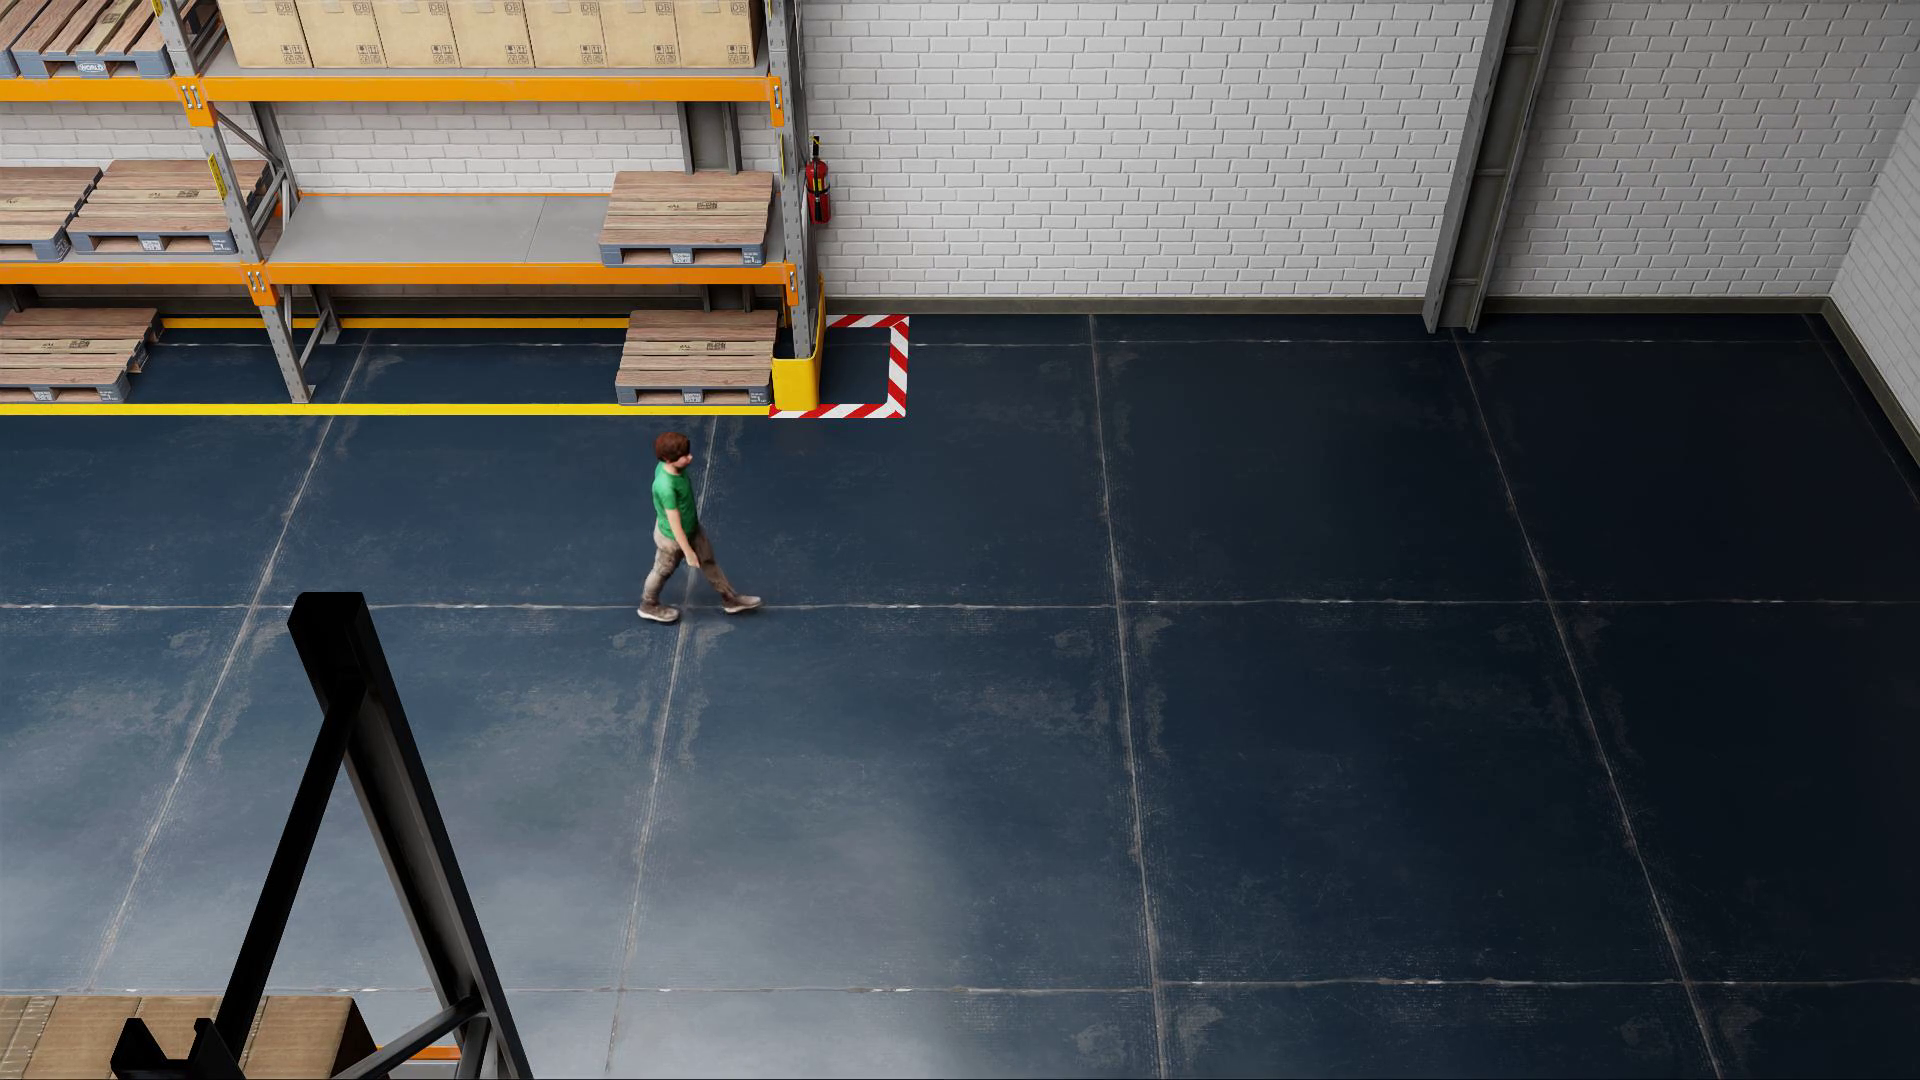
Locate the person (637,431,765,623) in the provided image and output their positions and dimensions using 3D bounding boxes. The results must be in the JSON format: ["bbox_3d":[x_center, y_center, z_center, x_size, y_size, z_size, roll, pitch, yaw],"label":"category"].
[{"bbox_3d":[-1.936,-0.050,10.886,1.105,1.607,0.671,4,44,4],"label":"person"}]
